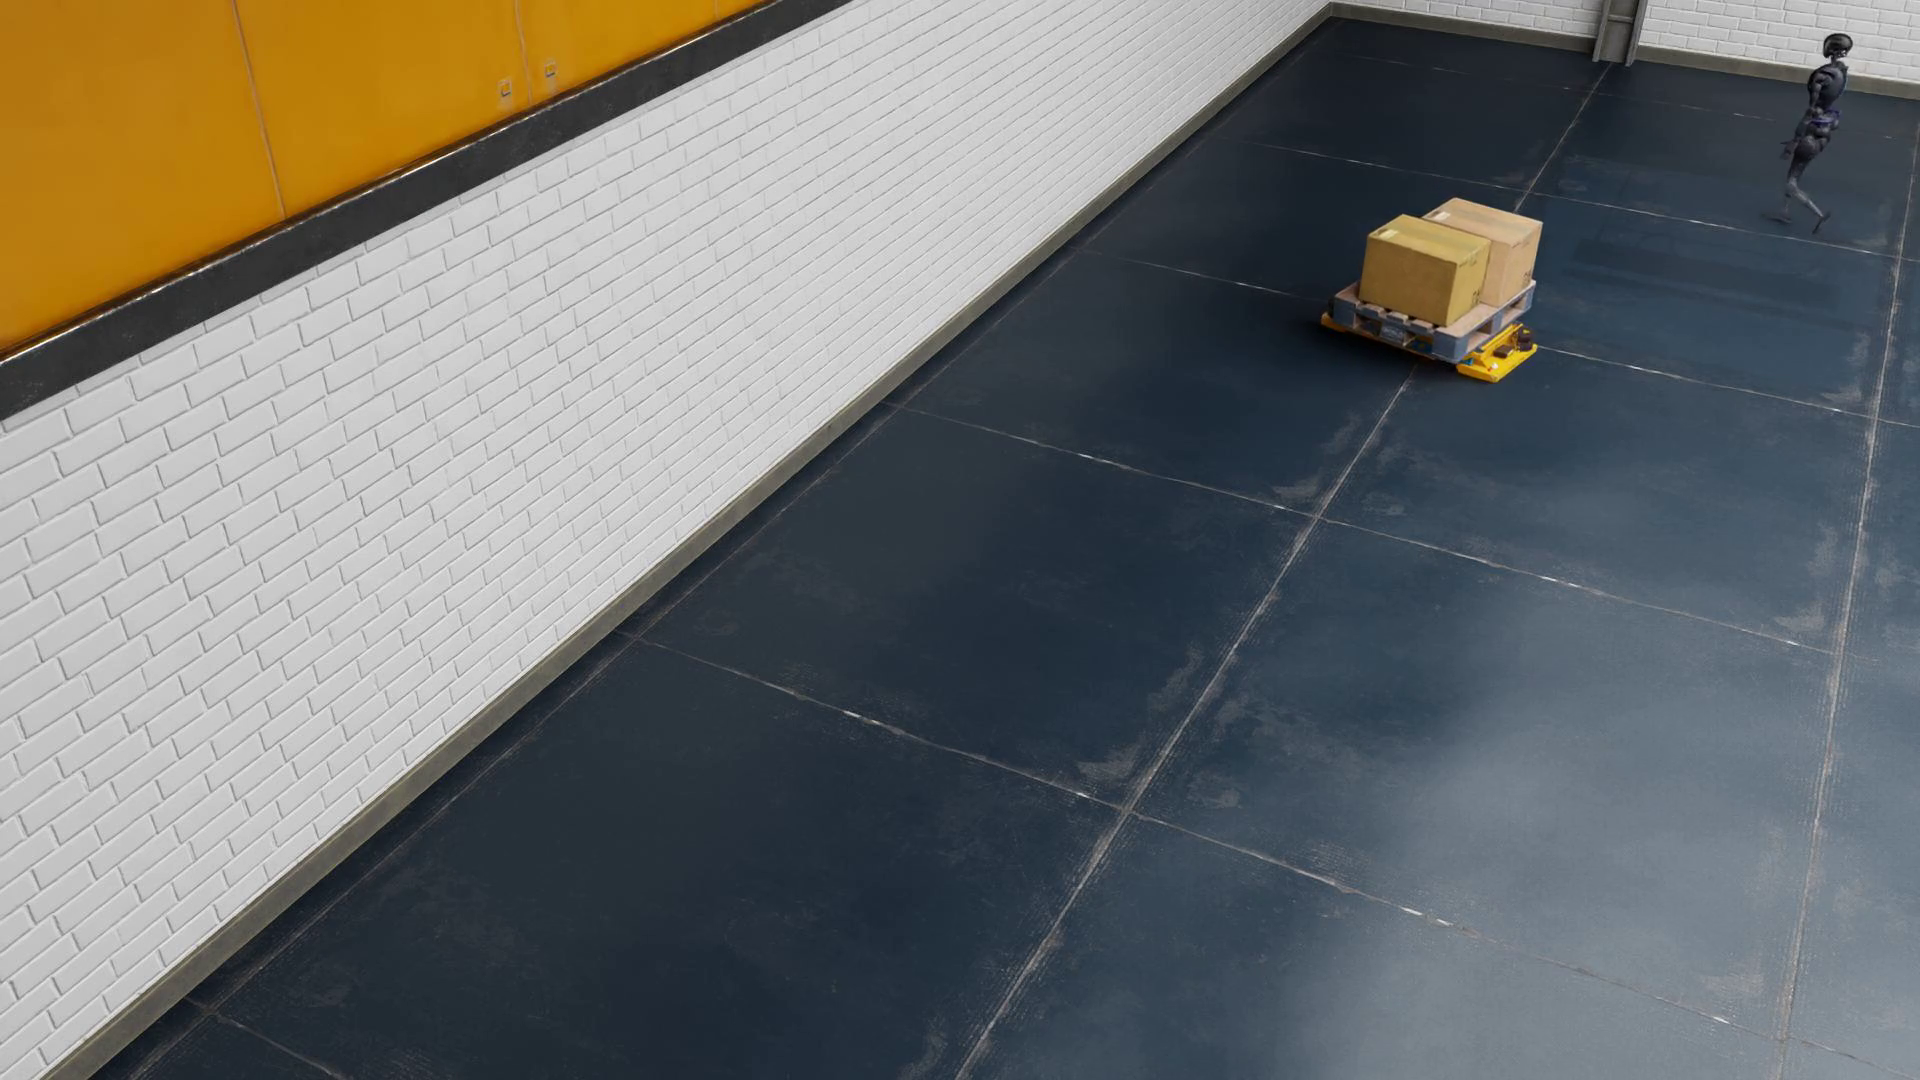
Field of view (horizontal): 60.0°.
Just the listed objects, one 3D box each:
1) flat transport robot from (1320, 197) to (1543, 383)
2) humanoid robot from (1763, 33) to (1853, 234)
[{"bbox_3d":[3.466,-1.566,12.307,1.431,0.231,0.659,26,42,33],"label":"flat transport robot"},{"bbox_3d":[7.105,-3.344,13.698,0.582,1.638,0.597,28,43,35],"label":"humanoid robot"}]
